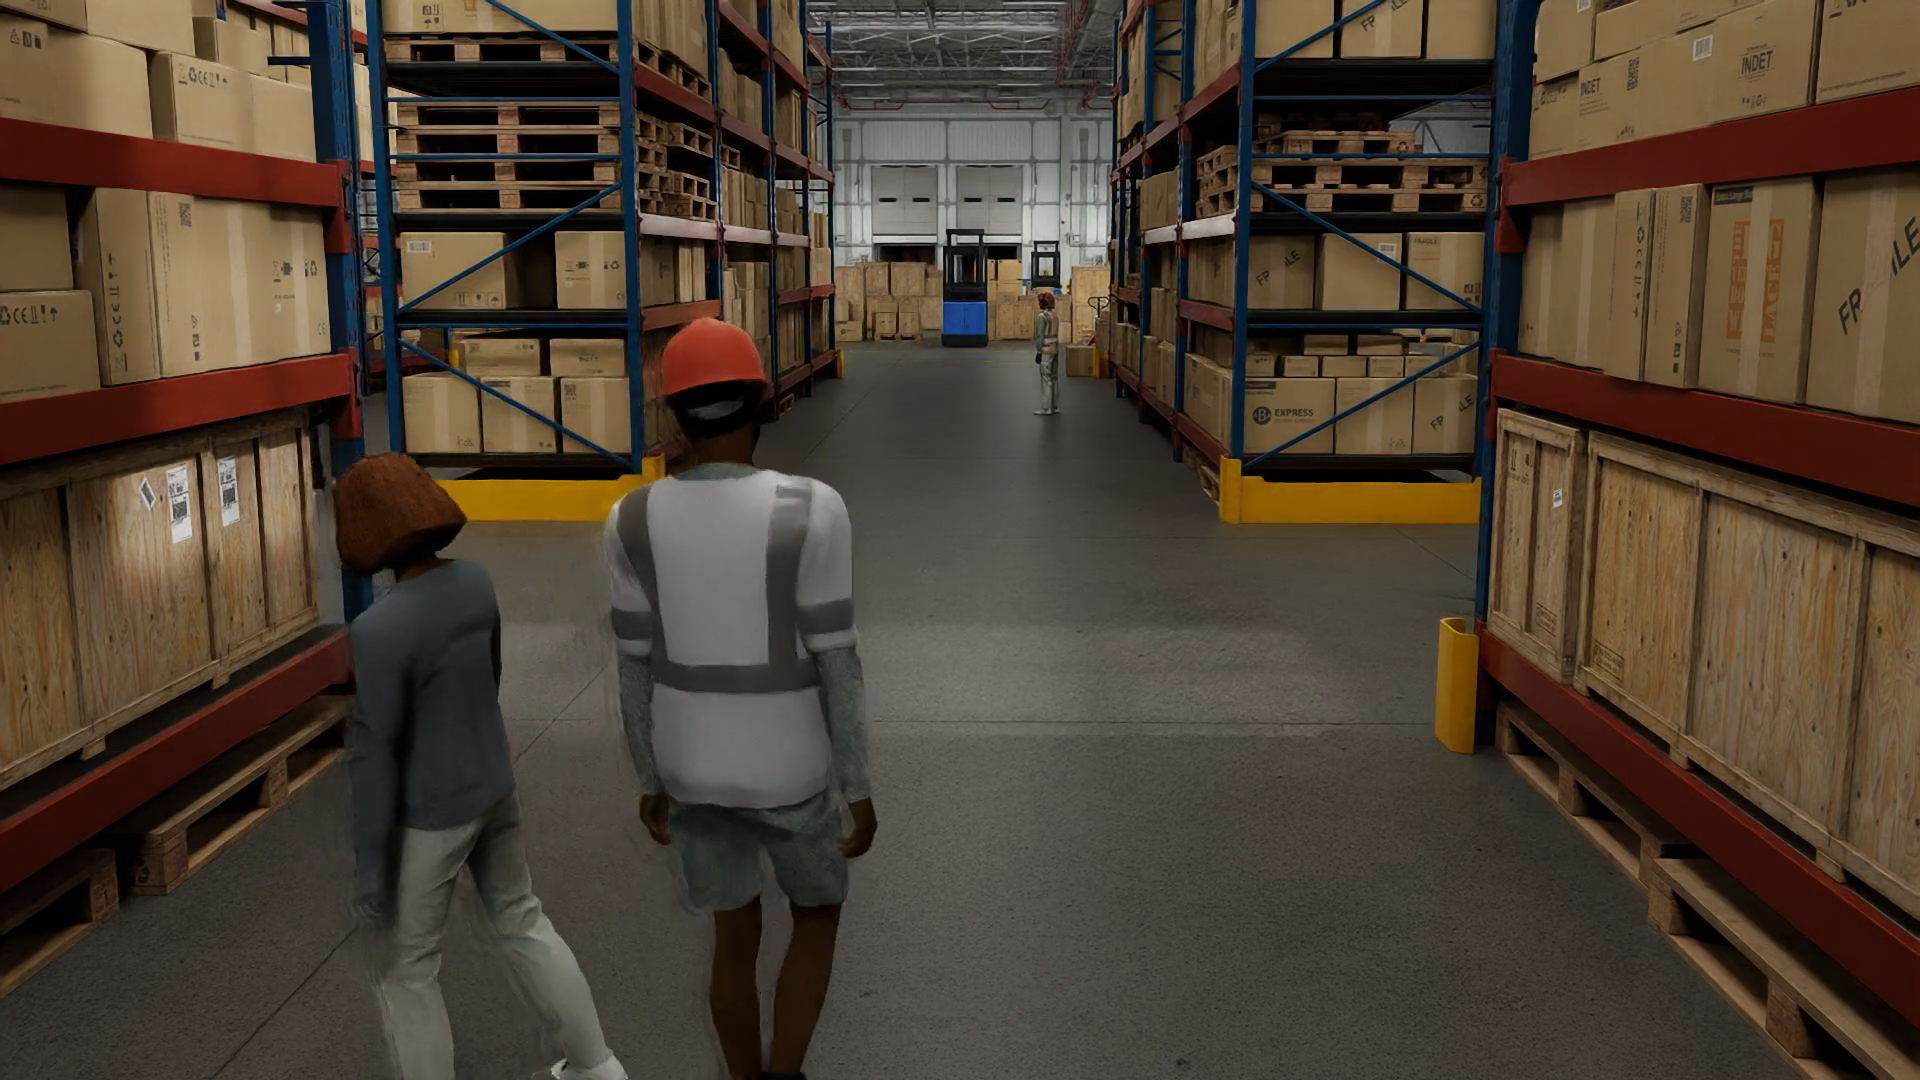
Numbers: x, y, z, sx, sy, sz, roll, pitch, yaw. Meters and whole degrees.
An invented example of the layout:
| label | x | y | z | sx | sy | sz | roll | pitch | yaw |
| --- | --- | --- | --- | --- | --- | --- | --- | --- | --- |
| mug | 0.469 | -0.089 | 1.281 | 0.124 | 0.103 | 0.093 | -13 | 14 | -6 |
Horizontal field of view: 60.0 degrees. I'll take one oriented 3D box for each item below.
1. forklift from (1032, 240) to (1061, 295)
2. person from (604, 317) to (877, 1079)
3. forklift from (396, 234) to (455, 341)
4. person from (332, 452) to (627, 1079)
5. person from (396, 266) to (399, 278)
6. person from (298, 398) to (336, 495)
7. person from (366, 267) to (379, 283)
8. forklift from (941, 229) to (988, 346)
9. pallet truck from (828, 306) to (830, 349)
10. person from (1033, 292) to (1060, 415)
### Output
| label | x | y | z | sx | sy | sz | roll | pitch | yaw |
| --- | --- | --- | --- | --- | --- | --- | --- | --- | --- |
| forklift | 3.172 | -9.648 | 61.356 | 1.129 | 2.768 | 1.873 | 0 | 9 | 1 |
| person | -0.456 | 0.485 | 3.578 | 0.602 | 1.905 | 0.458 | 2 | 10 | 13 |
| forklift | -13.086 | -6.122 | 40.234 | 1.129 | 2.768 | 1.873 | 0 | 9 | 1 |
| person | -1.081 | 0.607 | 3.706 | 0.457 | 1.614 | 0.694 | 3 | 10 | 16 |
| person | -14.330 | -6.020 | 42.407 | 0.648 | 1.941 | 0.635 | 2 | 10 | 9 |
| person | -5.648 | -1.358 | 14.623 | 0.593 | 1.899 | 0.591 | -2 | 10 | -12 |
| person | -19.174 | -8.010 | 54.535 | 0.624 | 1.870 | 0.968 | 6 | 11 | 31 |
| forklift | 0.124 | -6.117 | 40.203 | 1.129 | 2.768 | 1.873 | 0 | 9 | 1 |
| pallet truck | -3.100 | -3.940 | 29.800 | 1.885 | 1.965 | 0.823 | 3 | 10 | 19 |
| person | 1.165 | -2.473 | 22.115 | 0.317 | 1.629 | 0.508 | 5 | 11 | 27 |
